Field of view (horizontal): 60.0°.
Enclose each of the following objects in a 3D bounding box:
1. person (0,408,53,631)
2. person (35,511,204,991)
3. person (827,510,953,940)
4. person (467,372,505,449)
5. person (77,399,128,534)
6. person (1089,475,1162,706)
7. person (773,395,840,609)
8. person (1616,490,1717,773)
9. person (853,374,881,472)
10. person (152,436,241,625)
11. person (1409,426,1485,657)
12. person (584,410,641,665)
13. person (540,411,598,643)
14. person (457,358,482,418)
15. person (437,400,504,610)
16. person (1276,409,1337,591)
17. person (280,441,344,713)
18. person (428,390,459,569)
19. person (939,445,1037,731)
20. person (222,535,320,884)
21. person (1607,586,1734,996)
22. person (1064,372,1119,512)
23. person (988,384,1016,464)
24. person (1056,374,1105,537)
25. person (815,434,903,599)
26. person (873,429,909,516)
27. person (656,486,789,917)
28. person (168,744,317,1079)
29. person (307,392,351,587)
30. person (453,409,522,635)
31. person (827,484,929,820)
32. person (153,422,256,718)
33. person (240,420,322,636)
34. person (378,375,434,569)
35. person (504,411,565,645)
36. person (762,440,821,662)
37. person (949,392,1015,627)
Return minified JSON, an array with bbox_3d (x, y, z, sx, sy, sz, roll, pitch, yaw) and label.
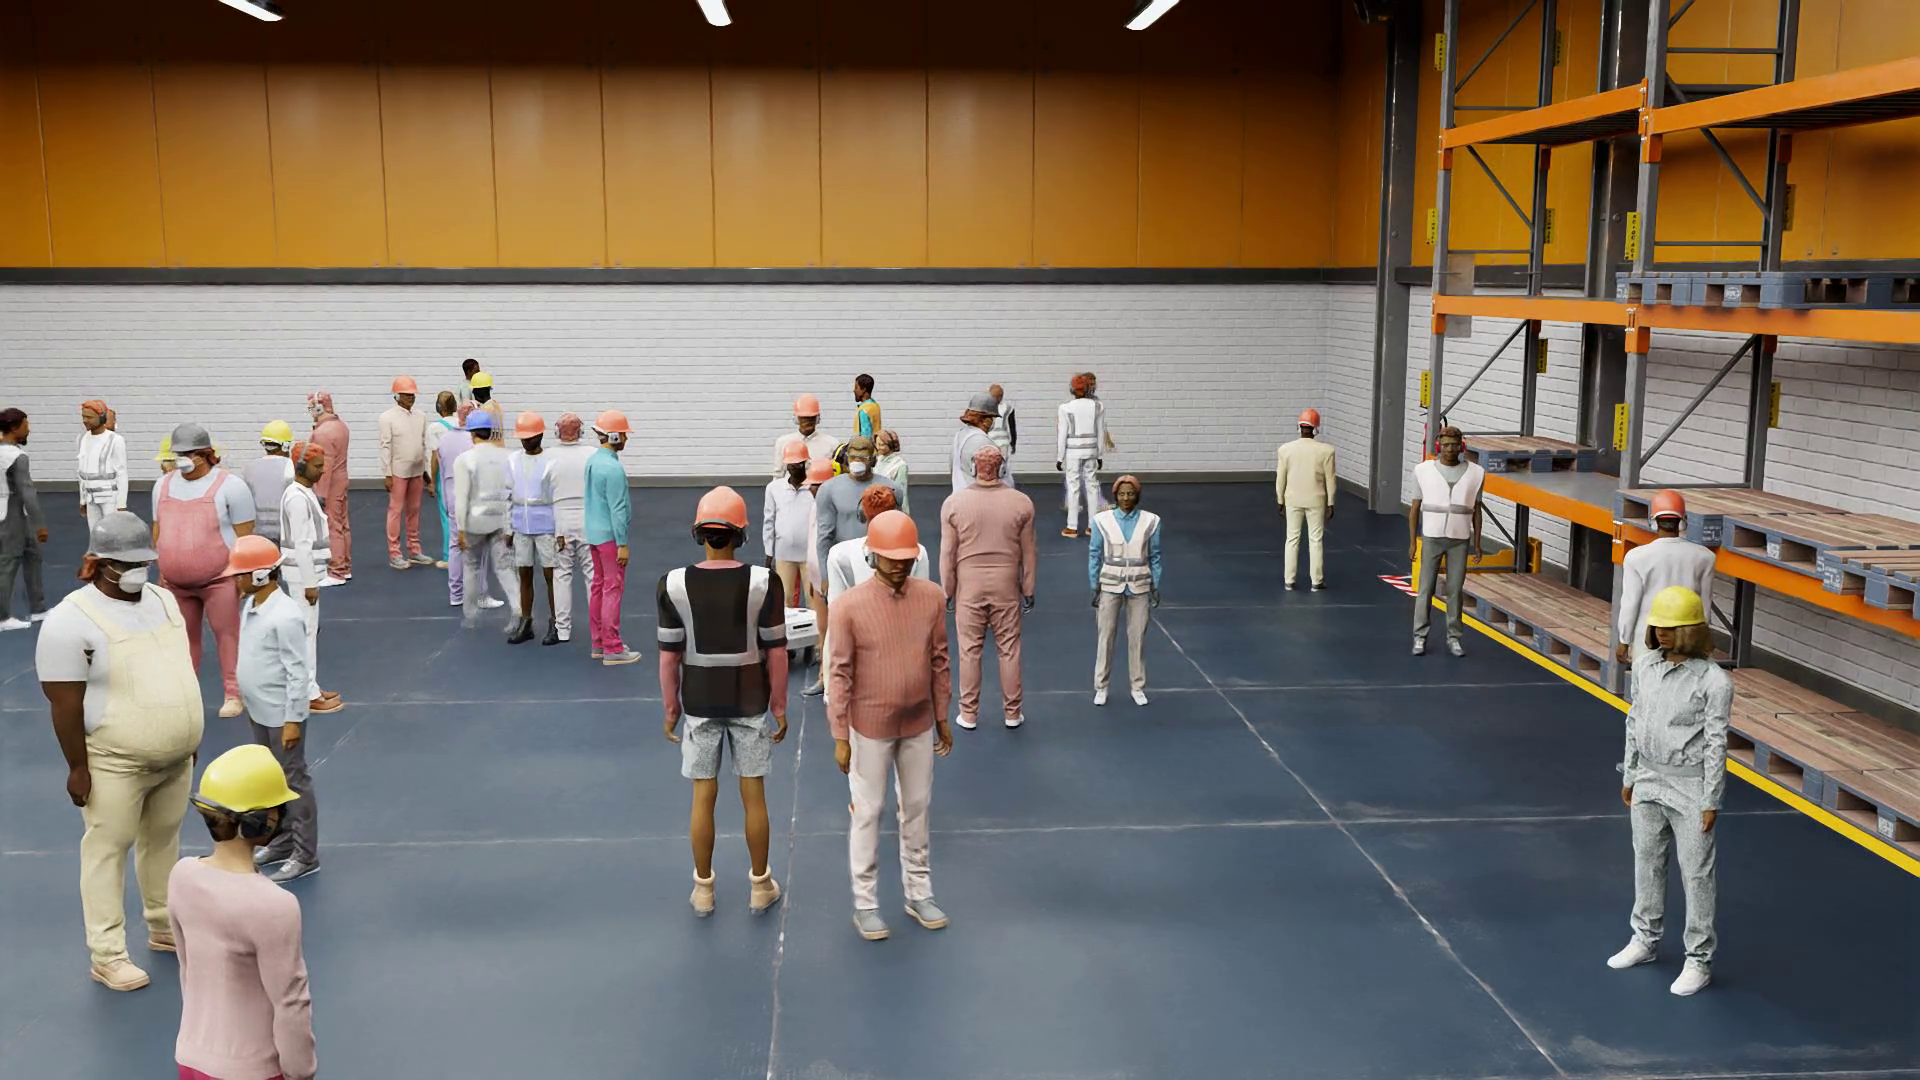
[{"bbox_3d":[-8.007,-0.186,14.277,0.636,1.887,0.799,8,12,40],"label":"person"},{"bbox_3d":[-3.525,0.876,7.158,0.538,2.000,0.690,3,10,18],"label":"person"},{"bbox_3d":[-0.308,0.839,7.601,0.624,1.981,0.414,-5,11,-30],"label":"person"},{"bbox_3d":[-5.437,-0.969,19.141,0.394,1.918,0.583,-2,9,-11],"label":"person"},{"bbox_3d":[-7.989,-0.372,15.515,0.582,1.878,0.347,4,10,25],"label":"person"},{"bbox_3d":[1.162,0.353,11.692,0.515,1.640,0.315,0,9,0],"label":"person"},{"bbox_3d":[-1.334,-0.274,14.529,0.615,1.993,0.387,0,9,2],"label":"person"},{"bbox_3d":[4.213,0.571,9.982,0.559,1.749,0.323,-1,9,-4],"label":"person"},{"bbox_3d":[-1.042,-0.912,18.768,0.392,1.919,0.592,1,9,5],"label":"person"},{"bbox_3d":[-5.851,0.100,12.739,0.696,1.808,0.603,-6,11,-35],"label":"person"},{"bbox_3d":[3.858,0.007,13.223,0.567,1.844,0.375,1,9,7],"label":"person"},{"bbox_3d":[-2.716,-0.023,12.979,0.407,1.987,0.615,-5,11,-31],"label":"person"},{"bbox_3d":[-3.189,-0.107,13.742,0.643,1.912,0.400,-2,9,-13],"label":"person"},{"bbox_3d":[-6.532,-1.461,22.215,0.392,1.920,0.589,-2,9,-12],"label":"person"},{"bbox_3d":[-4.435,-0.320,15.135,0.646,1.901,0.394,5,10,30],"label":"person"},{"bbox_3d":[3.325,-0.385,15.971,0.575,1.749,0.334,3,10,20],"label":"person"},{"bbox_3d":[-4.527,0.254,11.550,0.360,1.886,0.574,-3,10,-20],"label":"person"},{"bbox_3d":[-5.242,-0.617,17.145,0.327,1.843,0.516,7,12,38],"label":"person"},{"bbox_3d":[0.179,0.319,11.087,0.663,1.906,0.400,-1,9,-4],"label":"person"},{"bbox_3d":[-3.452,0.837,8.322,0.345,1.745,0.564,-8,12,-42],"label":"person"},{"bbox_3d":[3.011,1.047,7.056,0.342,1.736,0.484,-5,10,-28],"label":"person"},{"bbox_3d":[1.677,-1.218,21.075,0.955,1.795,0.533,7,11,36],"label":"person"},{"bbox_3d":[0.473,-1.245,21.868,0.525,1.598,0.877,1,9,7],"label":"person"},{"bbox_3d":[1.392,-0.968,19.218,0.572,1.886,0.353,-3,9,-16],"label":"person"},{"bbox_3d":[-0.684,0.232,11.529,0.629,1.938,0.372,-3,10,-20],"label":"person"},{"bbox_3d":[-0.631,-0.211,15.292,0.323,1.630,0.512,-6,11,-33],"label":"person"},{"bbox_3d":[-1.109,0.765,7.848,0.605,2.044,0.374,-1,9,-4],"label":"person"},{"bbox_3d":[-1.952,1.427,4.590,0.518,1.756,0.342,5,11,30],"label":"person"},{"bbox_3d":[-6.173,-0.498,16.225,0.407,1.902,0.639,-1,9,-5],"label":"person"},{"bbox_3d":[-3.949,-0.141,13.999,0.604,1.911,0.900,-8,12,-39],"label":"person"},{"bbox_3d":[-0.439,0.627,9.219,0.575,1.883,0.355,0,9,2],"label":"person"},{"bbox_3d":[-5.189,0.209,11.345,0.681,2.000,0.536,1,9,4],"label":"person"},{"bbox_3d":[-5.619,-0.078,13.801,0.595,1.832,0.404,1,9,5],"label":"person"},{"bbox_3d":[-5.735,-0.711,17.264,0.395,1.994,0.612,5,10,27],"label":"person"},{"bbox_3d":[-3.479,-0.097,13.606,0.543,1.932,0.370,2,9,12],"label":"person"},{"bbox_3d":[-1.266,0.088,13.004,0.570,1.751,0.329,1,9,4],"label":"person"},{"bbox_3d":[0.209,-0.279,14.409,0.537,2.000,0.678,-4,10,-23],"label":"person"}]
